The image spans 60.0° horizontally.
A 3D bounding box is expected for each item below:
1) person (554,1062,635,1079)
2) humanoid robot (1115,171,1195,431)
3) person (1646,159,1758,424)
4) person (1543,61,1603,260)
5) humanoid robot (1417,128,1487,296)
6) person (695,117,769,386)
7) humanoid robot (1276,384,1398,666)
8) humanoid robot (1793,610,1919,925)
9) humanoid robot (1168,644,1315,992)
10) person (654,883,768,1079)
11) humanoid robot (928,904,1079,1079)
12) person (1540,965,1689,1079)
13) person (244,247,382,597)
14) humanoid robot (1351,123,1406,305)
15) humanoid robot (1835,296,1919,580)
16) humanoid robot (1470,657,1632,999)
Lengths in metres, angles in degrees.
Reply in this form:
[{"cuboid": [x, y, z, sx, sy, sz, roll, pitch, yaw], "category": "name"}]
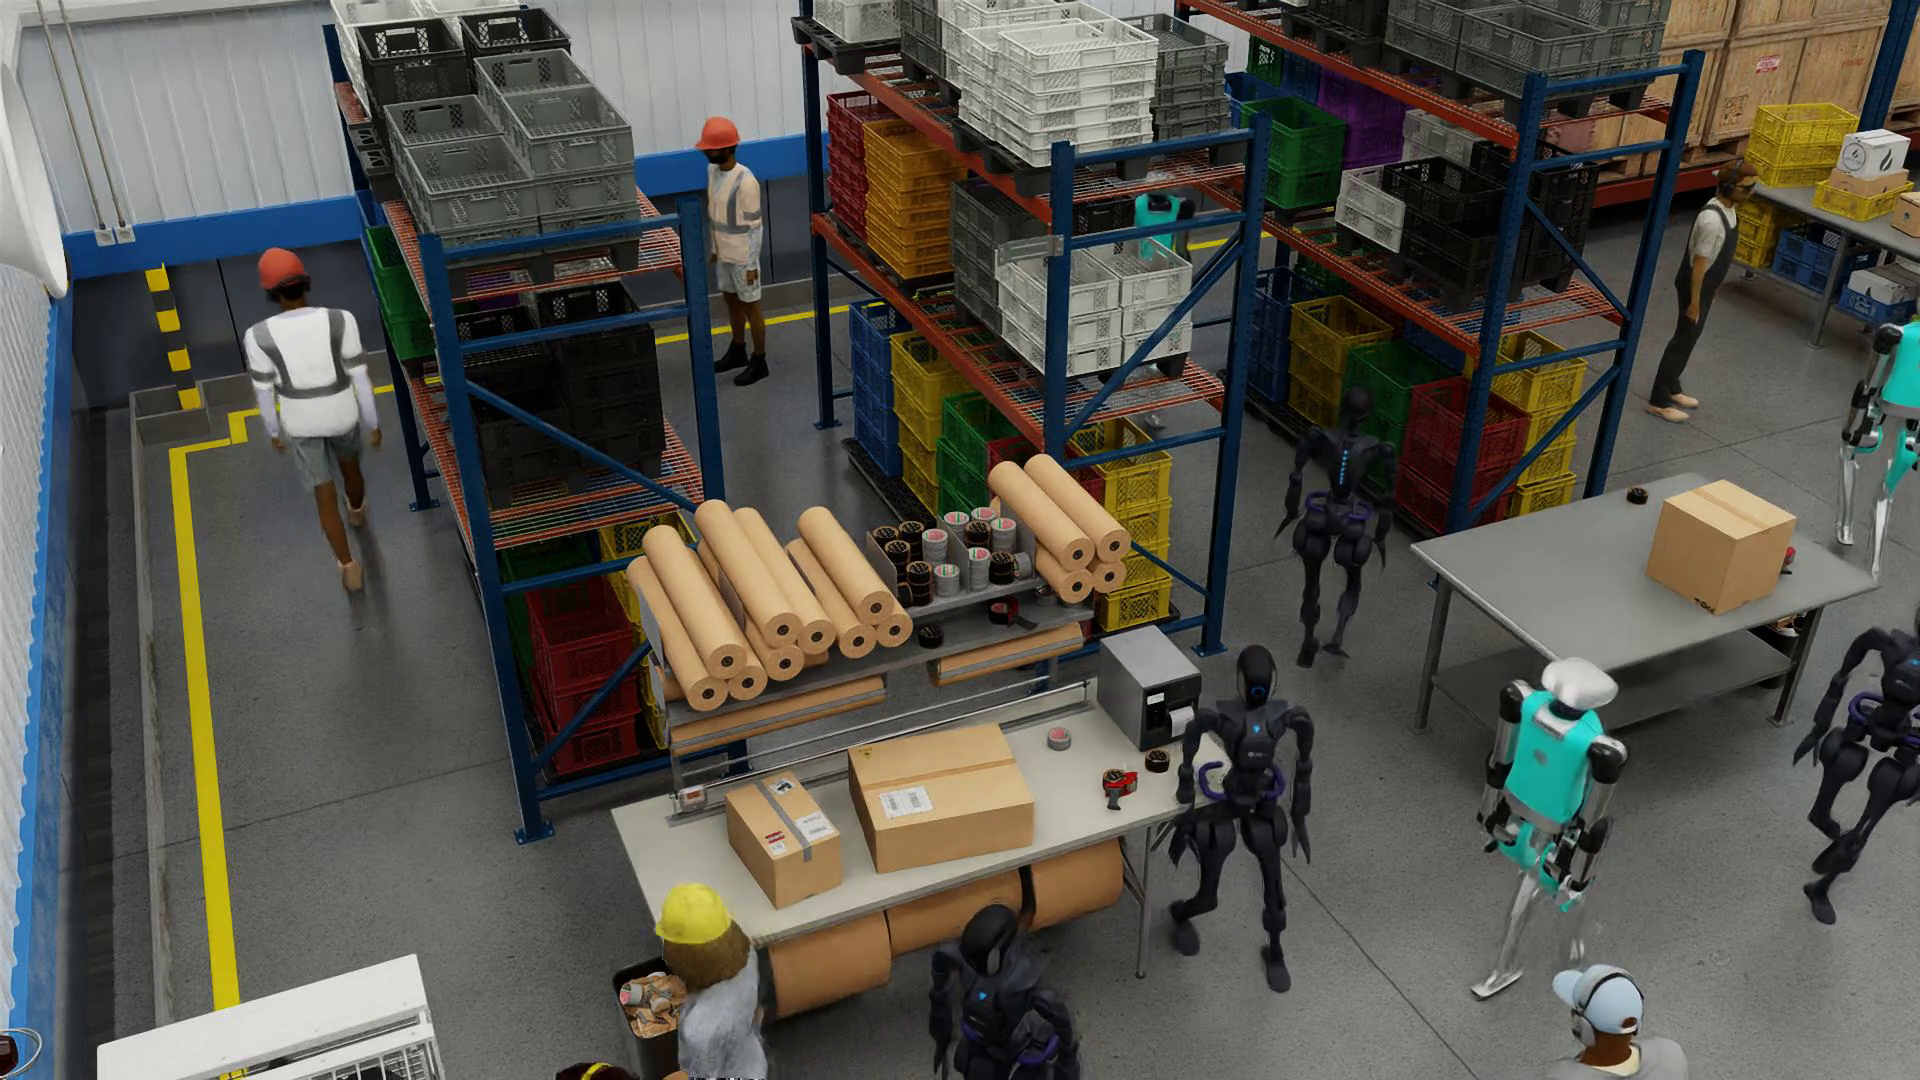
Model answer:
[{"cuboid": [-0.984, 2.179, 4.950, 0.975, 1.812, 0.529, 12, 34, 19], "category": "person"}, {"cuboid": [1.331, -1.533, 11.087, 0.556, 1.747, 1.047, -7, 32, -11], "category": "humanoid robot"}, {"cuboid": [4.994, -1.677, 11.202, 0.340, 1.838, 0.505, 19, 36, 28], "category": "person"}, {"cuboid": [4.978, -3.118, 13.615, 0.523, 1.761, 0.336, -16, 35, -24], "category": "person"}, {"cuboid": [3.485, -2.431, 12.493, 0.563, 1.739, 0.850, -18, 36, -26], "category": "humanoid robot"}, {"cuboid": [-1.594, -2.016, 11.657, 0.373, 1.934, 0.545, -23, 38, -32], "category": "person"}, {"cuboid": [1.962, -0.070, 8.743, 0.599, 1.650, 0.356, 12, 34, 19], "category": "humanoid robot"}, {"cuboid": [3.969, 0.897, 7.196, 0.590, 1.640, 0.524, 25, 40, 35], "category": "humanoid robot"}, {"cuboid": [1.151, 1.117, 6.822, 0.584, 1.633, 0.487, -2, 32, -3], "category": "humanoid robot"}, {"cuboid": [-0.816, 1.837, 5.599, 0.366, 1.719, 0.495, 8, 33, 13], "category": "person"}, {"cuboid": [0.179, 1.794, 5.782, 0.613, 1.617, 0.830, 17, 36, 26], "category": "humanoid robot"}, {"cuboid": [1.874, 2.019, 5.186, 0.587, 1.847, 0.400, -13, 34, -20], "category": "person"}, {"cuboid": [-3.684, -0.733, 9.534, 0.609, 1.977, 1.075, -15, 35, -23], "category": "person"}, {"cuboid": [3.122, -2.194, 12.186, 0.550, 1.857, 0.658, -8, 33, -13], "category": "humanoid robot"}, {"cuboid": [5.387, -0.654, 9.659, 0.539, 1.803, 0.799, 10, 33, 16], "category": "humanoid robot"}, {"cuboid": [2.473, 1.185, 6.735, 0.799, 1.875, 0.558, -21, 37, -30], "category": "humanoid robot"}]
